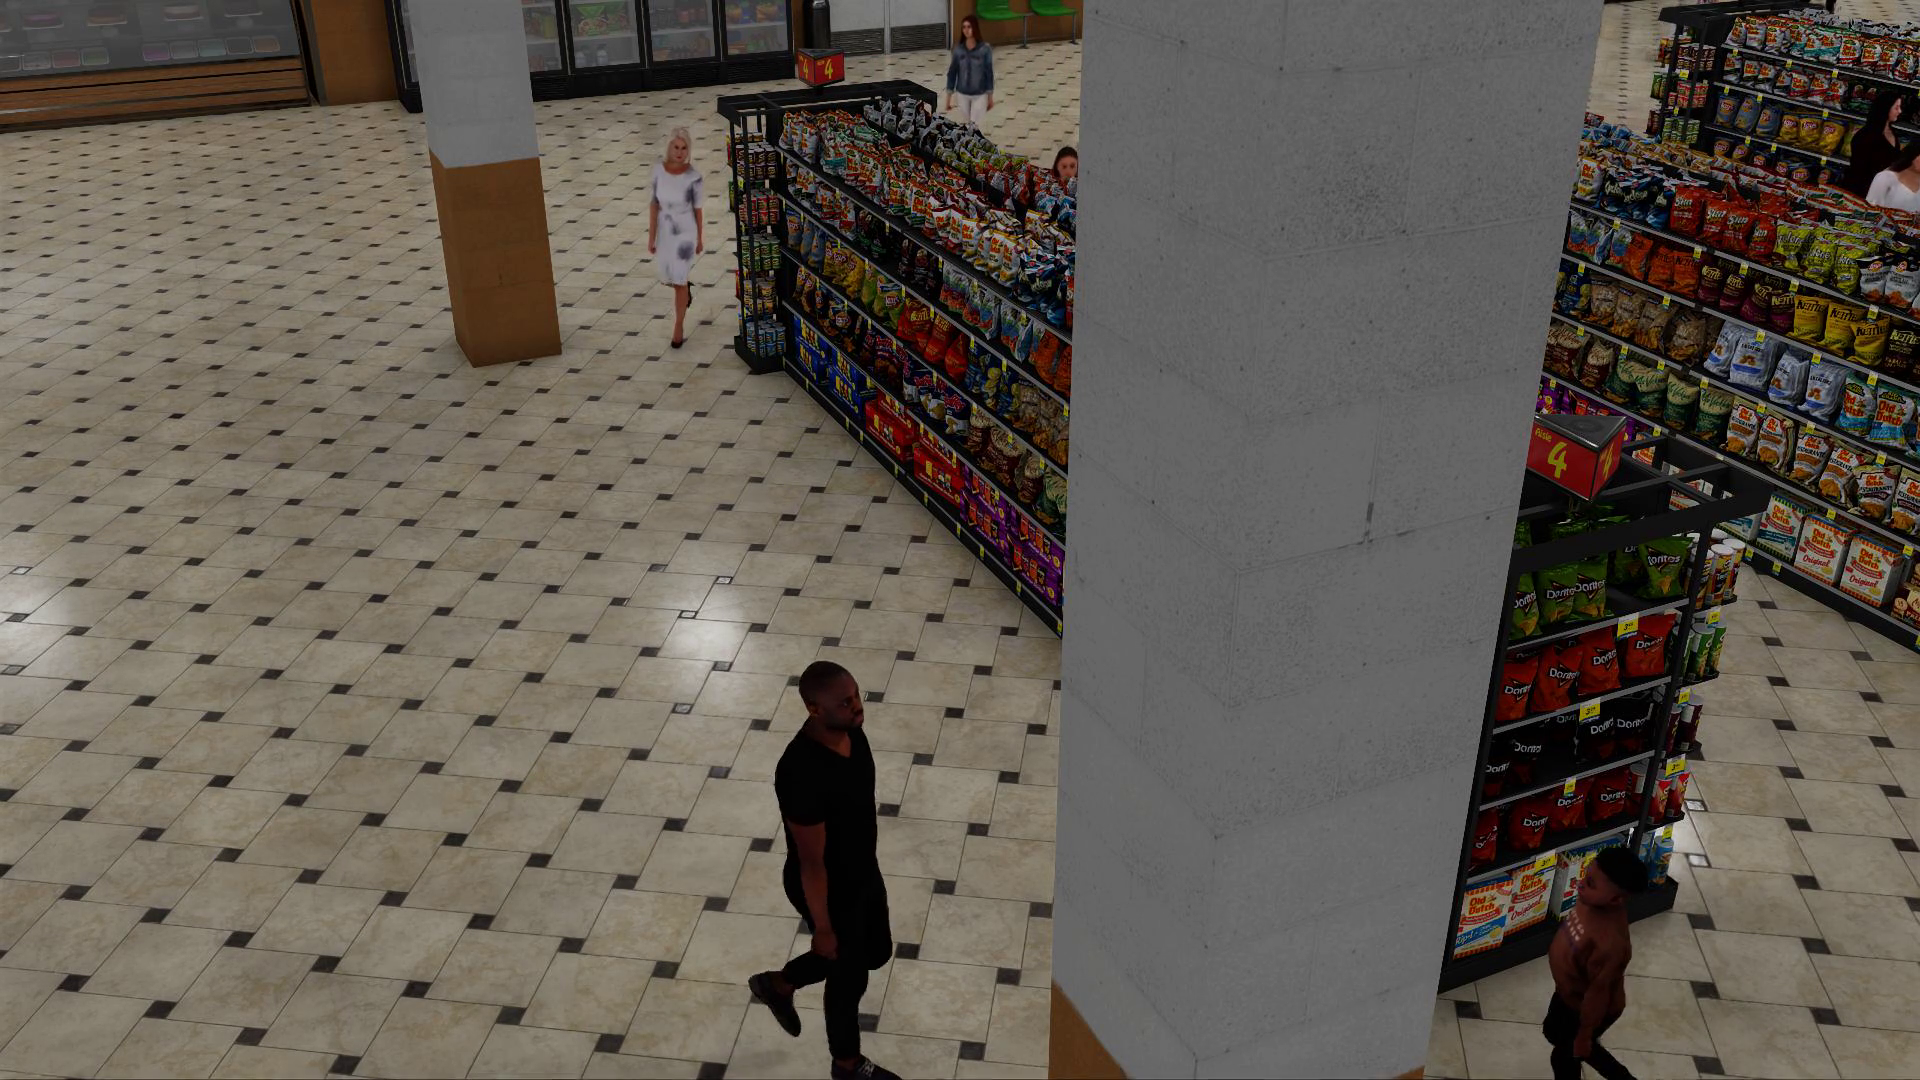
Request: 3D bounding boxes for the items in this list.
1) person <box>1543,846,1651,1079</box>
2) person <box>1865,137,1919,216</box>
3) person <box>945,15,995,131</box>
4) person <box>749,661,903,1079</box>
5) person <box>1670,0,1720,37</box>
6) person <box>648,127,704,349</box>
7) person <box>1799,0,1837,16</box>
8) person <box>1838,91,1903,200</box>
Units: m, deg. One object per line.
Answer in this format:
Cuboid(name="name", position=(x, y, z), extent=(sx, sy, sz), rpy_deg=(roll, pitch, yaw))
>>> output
Cuboid(name="person", position=(2.224, 1.587, 5.733), extent=(0.774, 1.244, 0.743), rpy_deg=(4, 27, 7))
Cuboid(name="person", position=(7.188, -2.371, 13.082), extent=(0.775, 1.656, 0.783), rpy_deg=(-6, 27, -11))
Cuboid(name="person", position=(0.151, -4.710, 17.687), extent=(1.075, 1.663, 1.144), rpy_deg=(9, 28, 17))
Cuboid(name="person", position=(-0.510, 1.208, 5.860), extent=(1.024, 1.805, 0.960), rpy_deg=(10, 29, 19))
Cuboid(name="person", position=(10.317, -7.588, 23.187), extent=(1.052, 1.822, 1.059), rpy_deg=(5, 27, 11))
Cuboid(name="person", position=(-2.215, -2.394, 13.063), extent=(0.907, 1.716, 1.048), rpy_deg=(5, 27, 10))
Cuboid(name="person", position=(13.966, -9.388, 26.684), extent=(0.958, 1.869, 1.211), rpy_deg=(-5, 27, -9))
Cuboid(name="person", position=(7.573, -2.895, 14.005), extent=(0.734, 1.756, 0.707), rpy_deg=(-21, 34, -35))
